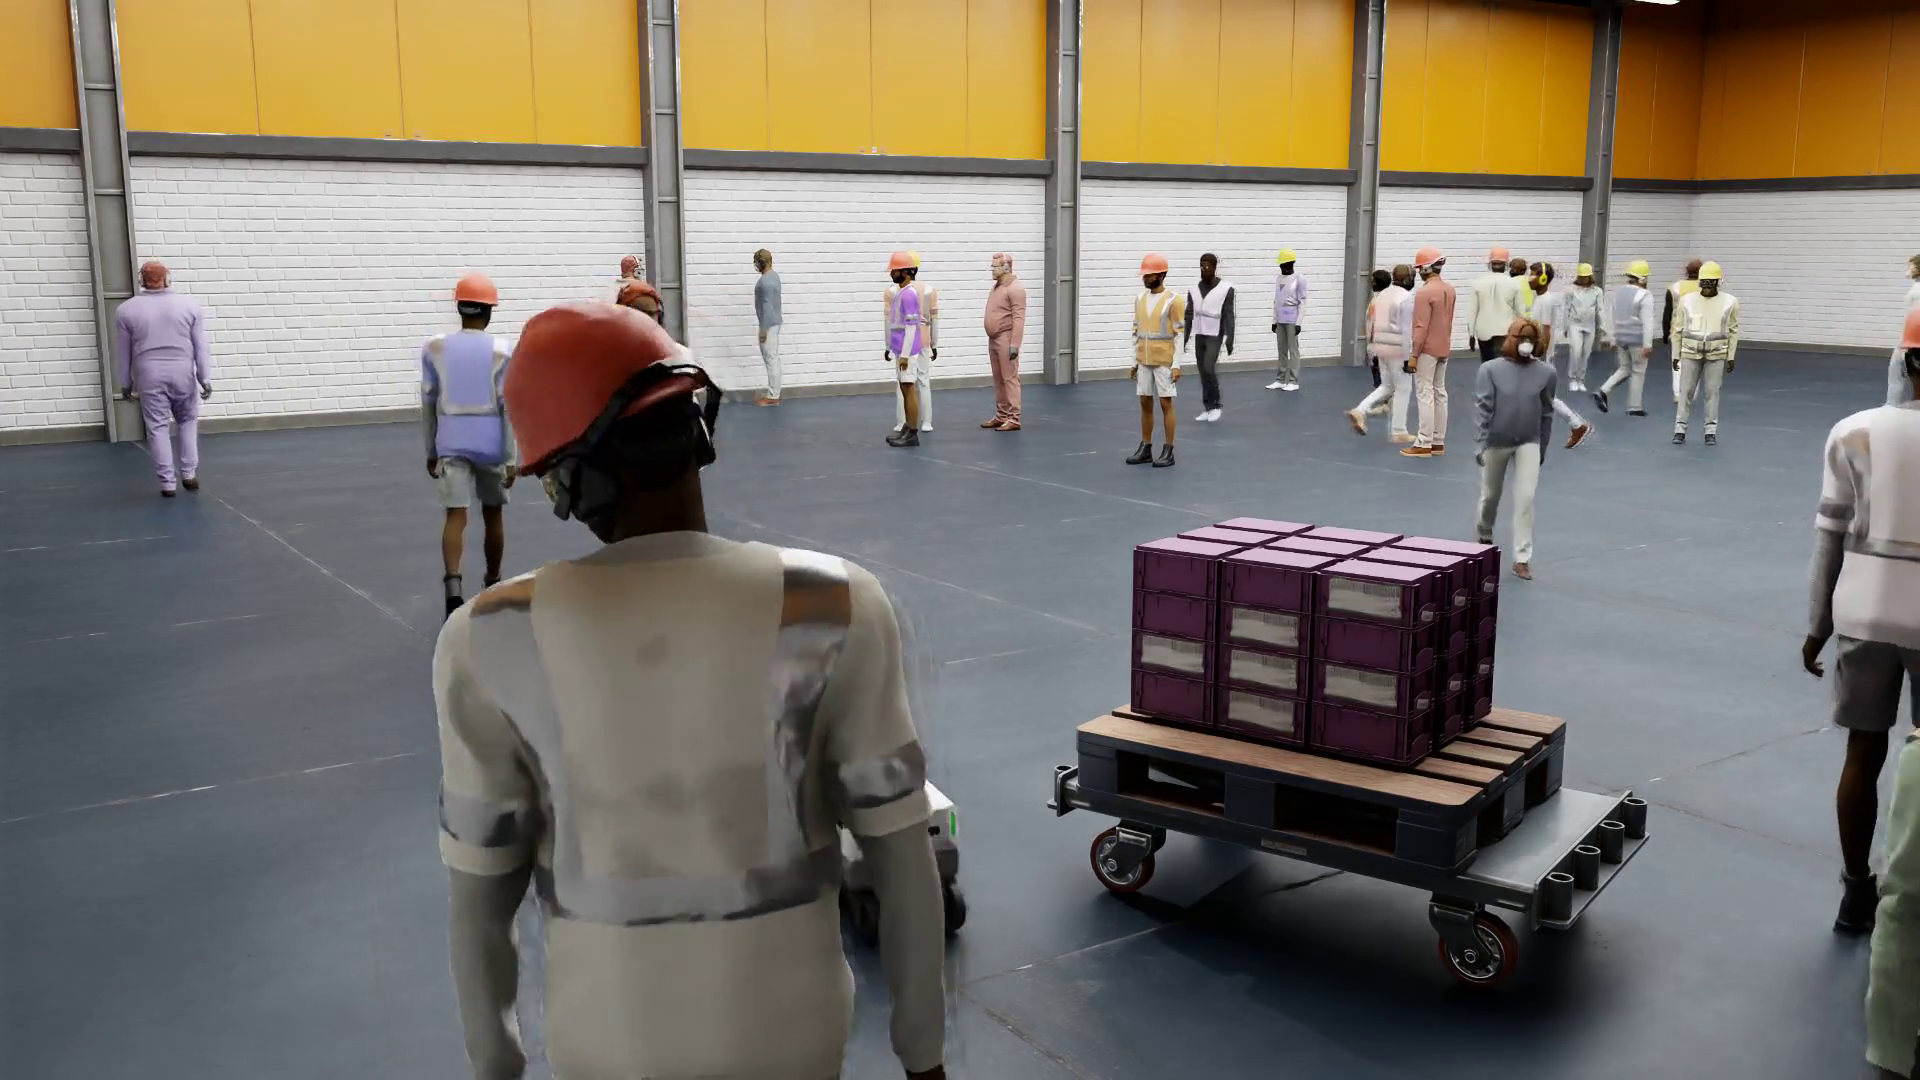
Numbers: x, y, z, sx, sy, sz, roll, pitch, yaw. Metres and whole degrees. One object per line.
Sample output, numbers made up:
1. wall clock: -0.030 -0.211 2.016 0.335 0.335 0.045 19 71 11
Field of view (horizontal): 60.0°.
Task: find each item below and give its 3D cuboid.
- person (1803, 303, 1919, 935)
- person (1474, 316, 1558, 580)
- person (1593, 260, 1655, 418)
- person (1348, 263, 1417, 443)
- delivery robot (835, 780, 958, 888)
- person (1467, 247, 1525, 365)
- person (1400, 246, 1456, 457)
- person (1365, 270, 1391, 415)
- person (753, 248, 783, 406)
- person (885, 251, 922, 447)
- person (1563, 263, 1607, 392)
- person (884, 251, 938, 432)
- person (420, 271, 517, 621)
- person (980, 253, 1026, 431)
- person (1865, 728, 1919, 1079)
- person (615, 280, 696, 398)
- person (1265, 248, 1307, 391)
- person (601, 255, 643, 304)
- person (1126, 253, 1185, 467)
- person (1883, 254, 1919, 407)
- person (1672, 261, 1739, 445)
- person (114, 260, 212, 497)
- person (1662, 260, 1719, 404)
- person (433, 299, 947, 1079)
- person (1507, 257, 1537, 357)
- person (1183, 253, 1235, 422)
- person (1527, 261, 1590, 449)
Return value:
1. person: 2.750 0.248 4.837 0.562 1.922 0.577 8 13 38
2. person: 3.442 -0.603 10.394 0.497 1.600 0.808 1 10 7
3. person: 7.670 -2.293 19.063 0.585 1.816 0.598 -3 11 -18
4. person: 4.320 -1.882 16.805 0.618 1.822 0.638 -3 11 -15
5. delivery robot: -0.267 0.826 5.163 0.477 0.478 0.707 -4 11 -20
6. person: 6.227 -2.399 19.283 0.606 1.946 1.038 7 13 34
7. person: 4.436 -1.775 15.752 0.390 1.986 0.609 10 14 43
8. person: 4.899 -2.305 19.453 0.318 1.696 0.532 7 12 32
9. person: -2.370 -2.611 20.482 0.371 1.934 0.627 0 10 1
10. person: -0.563 -1.898 16.558 0.353 1.939 0.544 -1 10 -7
11. person: 8.402 -2.847 22.367 0.505 1.720 0.585 0 10 1
12. person: -0.521 -2.097 17.676 0.584 1.928 0.373 -1 10 -7
13. person: -2.653 -0.502 9.032 0.557 1.898 0.953 -1 10 -7
14. person: 0.453 -2.126 17.898 0.407 1.905 0.655 -4 11 -23
15. person: 1.652 0.815 2.559 0.555 1.627 0.315 1 10 4
16. person: -1.532 -0.321 8.111 0.578 1.869 0.462 -5 11 -24
17. person: 4.433 -2.981 22.554 0.381 1.917 0.585 -6 12 -29
18. person: -3.224 -1.853 16.427 0.640 1.902 0.402 6 12 31
19. person: 1.761 -1.624 15.065 0.550 1.933 0.374 10 14 43
20. person: 10.551 -2.185 18.228 0.917 1.909 0.641 5 12 27
21. person: 7.446 -1.861 16.645 0.594 1.832 0.403 5 11 24
22. person: -6.430 -1.305 13.439 0.680 1.883 0.689 -5 11 -26
23. person: 9.126 -2.601 20.817 0.641 1.798 0.950 5 11 25
24. person: -0.349 0.687 2.251 0.686 1.995 0.532 -1 10 -3
25. person: 7.474 -2.866 22.224 0.635 1.812 0.879 -5 12 -27
26. person: 2.774 -2.272 18.736 0.523 1.897 0.595 -10 14 -42
27. person: 5.738 -1.797 16.286 0.841 1.846 0.524 2 10 9
